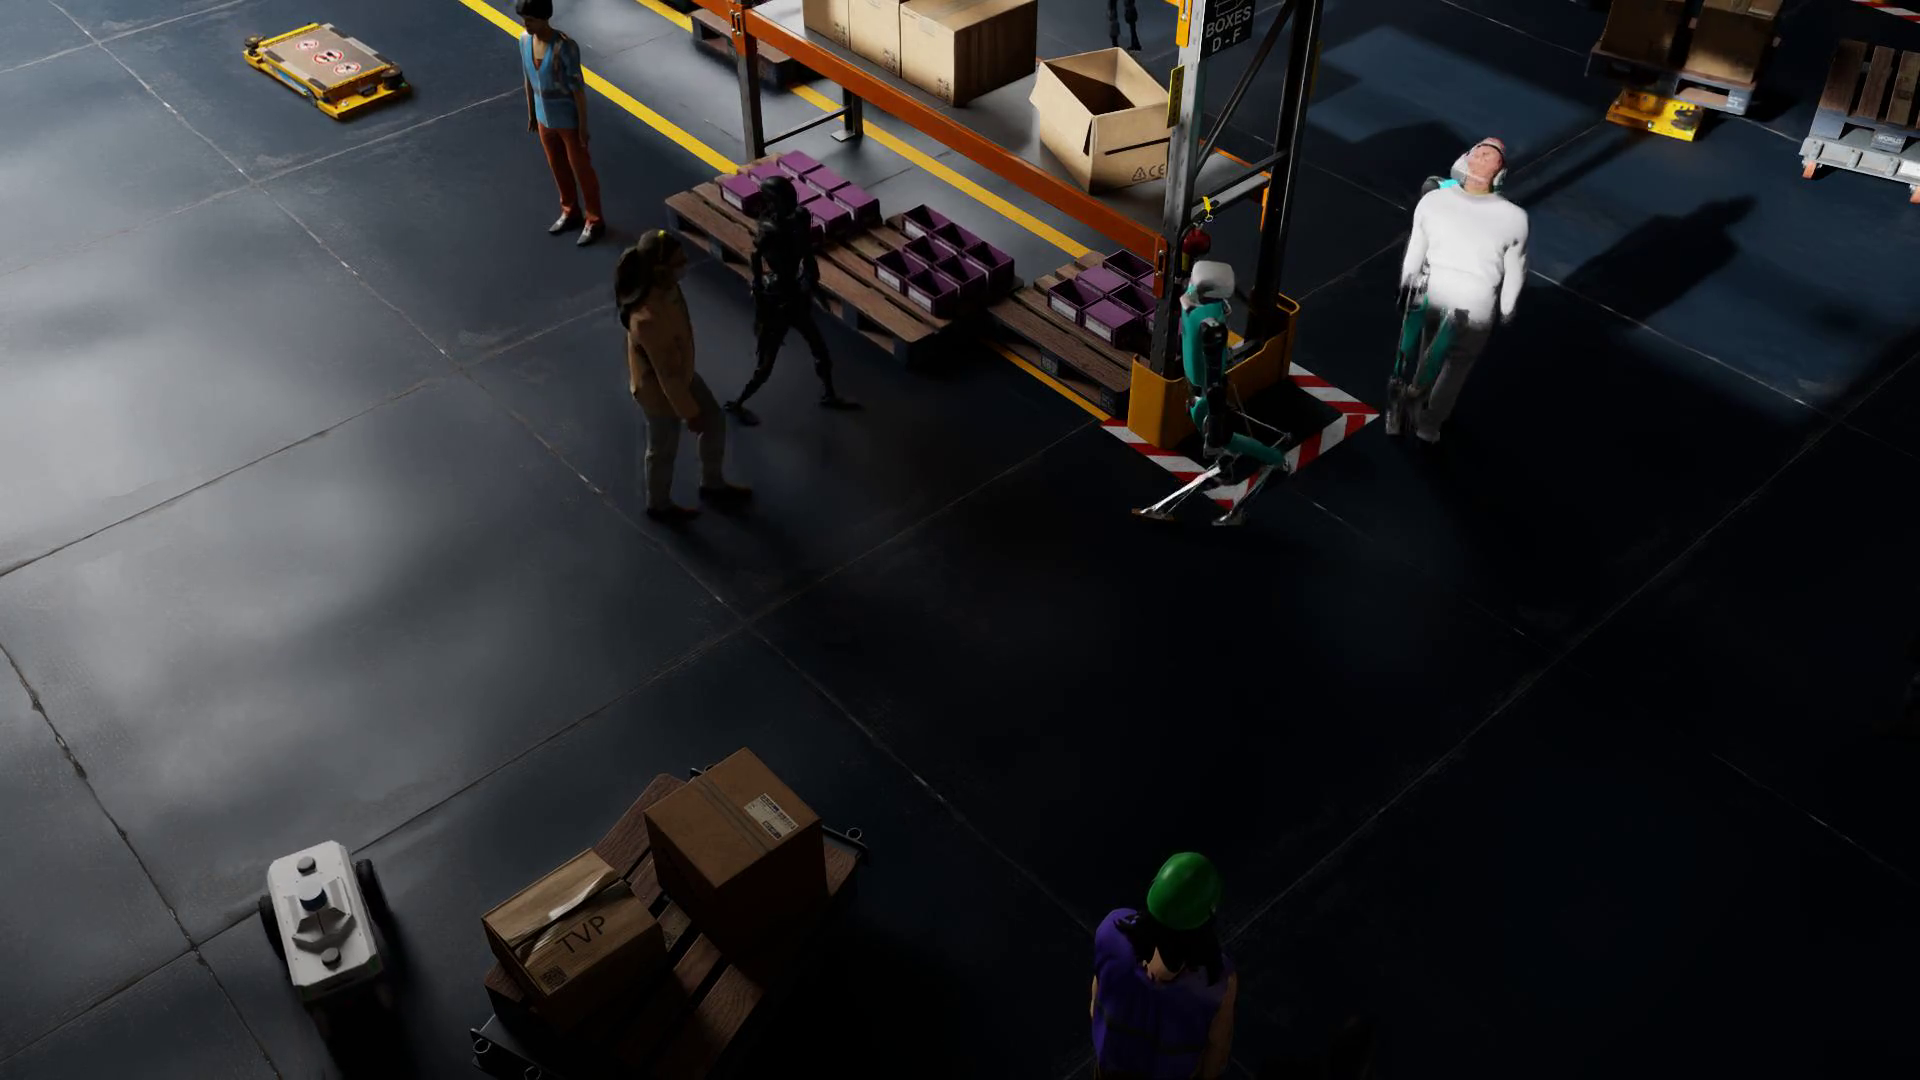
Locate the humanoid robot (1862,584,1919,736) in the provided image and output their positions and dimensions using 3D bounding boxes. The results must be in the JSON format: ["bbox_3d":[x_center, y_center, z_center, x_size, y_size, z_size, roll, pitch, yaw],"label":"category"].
[{"bbox_3d":[4.746,0.322,7.713,0.544,1.645,0.611,3,43,3],"label":"humanoid robot"}]

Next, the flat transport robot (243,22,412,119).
[{"bbox_3d":[-5.029,-3.752,13.176,1.431,0.231,0.659,33,52,31],"label":"flat transport robot"}]

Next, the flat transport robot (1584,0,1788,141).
[{"bbox_3d":[5.572,-3.562,12.970,0.659,0.231,1.431,22,47,23],"label":"flat transport robot"}]

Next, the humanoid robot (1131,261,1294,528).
[{"bbox_3d":[1.423,-0.687,8.763,0.904,1.772,0.542,-5,43,-5],"label":"humanoid robot"}]

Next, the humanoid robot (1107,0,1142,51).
[{"bbox_3d":[1.261,-4.513,12.968,0.599,1.645,0.340,-14,45,-15],"label":"humanoid robot"}]

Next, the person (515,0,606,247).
[{"bbox_3d":[-2.671,-2.801,11.043,0.499,1.759,0.339,21,47,21],"label":"person"}]

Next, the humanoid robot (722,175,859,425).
[{"bbox_3d":[-1.032,-1.382,9.587,0.658,1.627,0.590,23,47,23],"label":"humanoid robot"}]

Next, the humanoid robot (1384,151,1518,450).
[{"bbox_3d":[2.654,-1.249,9.381,0.557,1.793,0.739,21,47,22],"label":"humanoid robot"}]

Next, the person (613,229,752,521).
[{"bbox_3d":[-1.448,-0.823,8.824,0.726,1.850,0.589,2,43,2],"label":"person"}]

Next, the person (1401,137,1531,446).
[{"bbox_3d":[2.837,-1.410,9.436,0.653,1.877,0.782,24,48,24],"label":"person"}]

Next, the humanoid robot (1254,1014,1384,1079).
[{"bbox_3d":[1.216,2.154,5.702,0.603,1.650,0.347,16,45,16],"label":"humanoid robot"}]

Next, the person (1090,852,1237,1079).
[{"bbox_3d":[0.700,1.779,5.943,0.529,1.924,0.427,20,46,21],"label":"person"}]

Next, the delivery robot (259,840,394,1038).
[{"bbox_3d":[-2.687,1.663,7.068,0.499,0.586,0.772,-19,46,-20],"label":"delivery robot"}]
